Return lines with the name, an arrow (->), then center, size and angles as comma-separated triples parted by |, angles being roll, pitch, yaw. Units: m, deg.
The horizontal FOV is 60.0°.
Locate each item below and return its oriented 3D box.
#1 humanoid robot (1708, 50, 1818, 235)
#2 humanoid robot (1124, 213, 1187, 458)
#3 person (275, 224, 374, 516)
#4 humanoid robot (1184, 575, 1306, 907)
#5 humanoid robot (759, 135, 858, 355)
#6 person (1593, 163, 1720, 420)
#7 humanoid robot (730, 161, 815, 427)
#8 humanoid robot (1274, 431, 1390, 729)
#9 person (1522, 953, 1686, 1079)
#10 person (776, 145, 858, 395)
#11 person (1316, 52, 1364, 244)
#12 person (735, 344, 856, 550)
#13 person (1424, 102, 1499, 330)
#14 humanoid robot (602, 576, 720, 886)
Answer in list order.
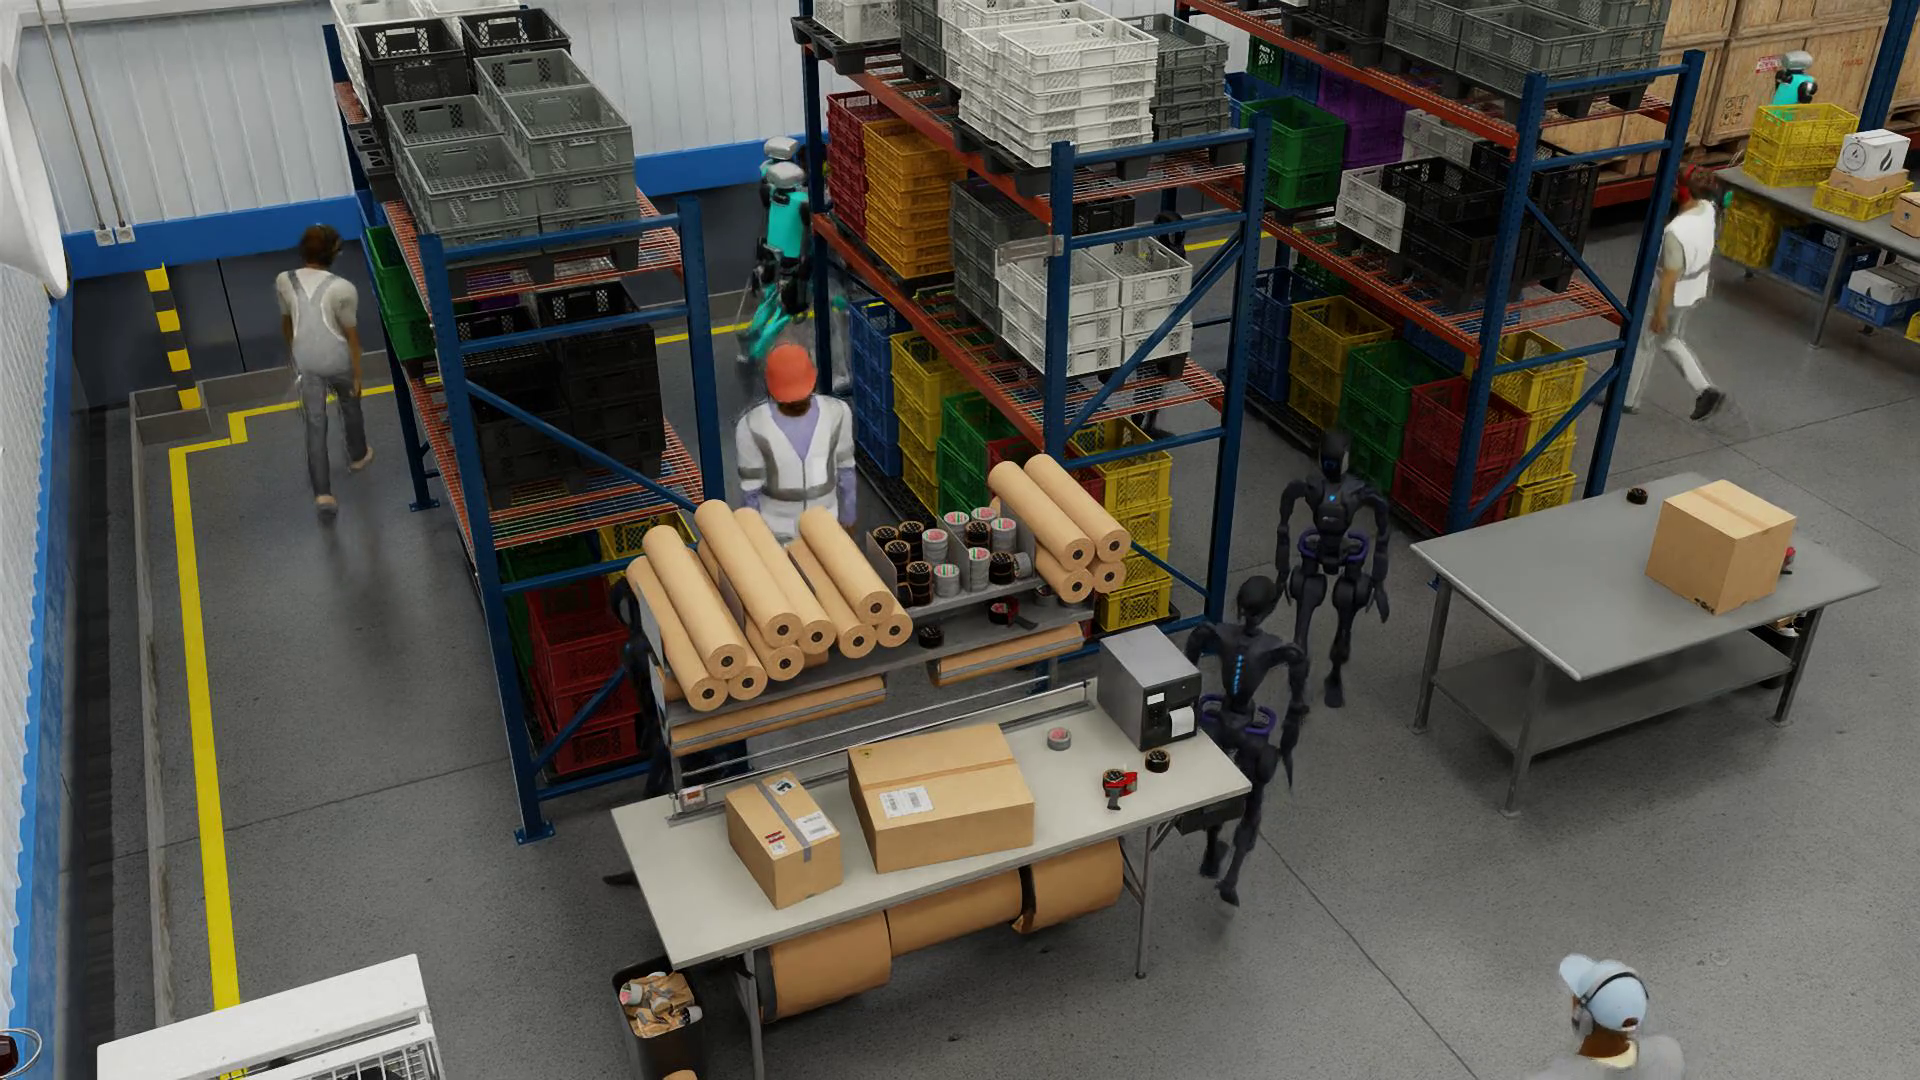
humanoid robot -> 6.353, -3.098, 13.637 | 0.923, 1.783, 0.561 | 0, 32, 0
humanoid robot -> 1.276, -1.347, 10.820 | 0.353, 1.653, 0.609 | 17, 36, 26
person -> -3.902, -1.069, 10.255 | 0.538, 1.787, 0.962 | -3, 32, -4
humanoid robot -> 1.156, 0.882, 7.207 | 0.591, 1.645, 0.558 | 12, 34, 18
humanoid robot -> -0.998, -1.999, 11.688 | 0.735, 1.677, 0.533 | 4, 32, 6
person -> 4.794, -1.624, 11.125 | 0.723, 1.824, 0.586 | 28, 41, 37
humanoid robot -> -1.363, -1.569, 11.177 | 0.557, 1.823, 0.887 | 27, 41, 37
humanoid robot -> 1.863, 0.195, 8.324 | 0.596, 1.640, 0.587 | 9, 33, 15
person -> 1.875, 2.003, 5.210 | 0.596, 1.850, 0.395 | -11, 33, -18
person -> -1.055, -1.778, 11.357 | 0.789, 1.840, 0.529 | -26, 40, -36
person -> 3.110, -3.220, 13.700 | 0.623, 1.844, 0.431 | -16, 35, -25
person -> -0.799, -0.074, 8.428 | 0.616, 2.015, 0.494 | -9, 33, -14
person -> 3.674, -2.263, 12.119 | 1.003, 1.865, 0.590 | 25, 39, 34
humanoid robot -> -1.276, 0.871, 7.235 | 0.705, 1.625, 0.619 | -18, 36, -26
